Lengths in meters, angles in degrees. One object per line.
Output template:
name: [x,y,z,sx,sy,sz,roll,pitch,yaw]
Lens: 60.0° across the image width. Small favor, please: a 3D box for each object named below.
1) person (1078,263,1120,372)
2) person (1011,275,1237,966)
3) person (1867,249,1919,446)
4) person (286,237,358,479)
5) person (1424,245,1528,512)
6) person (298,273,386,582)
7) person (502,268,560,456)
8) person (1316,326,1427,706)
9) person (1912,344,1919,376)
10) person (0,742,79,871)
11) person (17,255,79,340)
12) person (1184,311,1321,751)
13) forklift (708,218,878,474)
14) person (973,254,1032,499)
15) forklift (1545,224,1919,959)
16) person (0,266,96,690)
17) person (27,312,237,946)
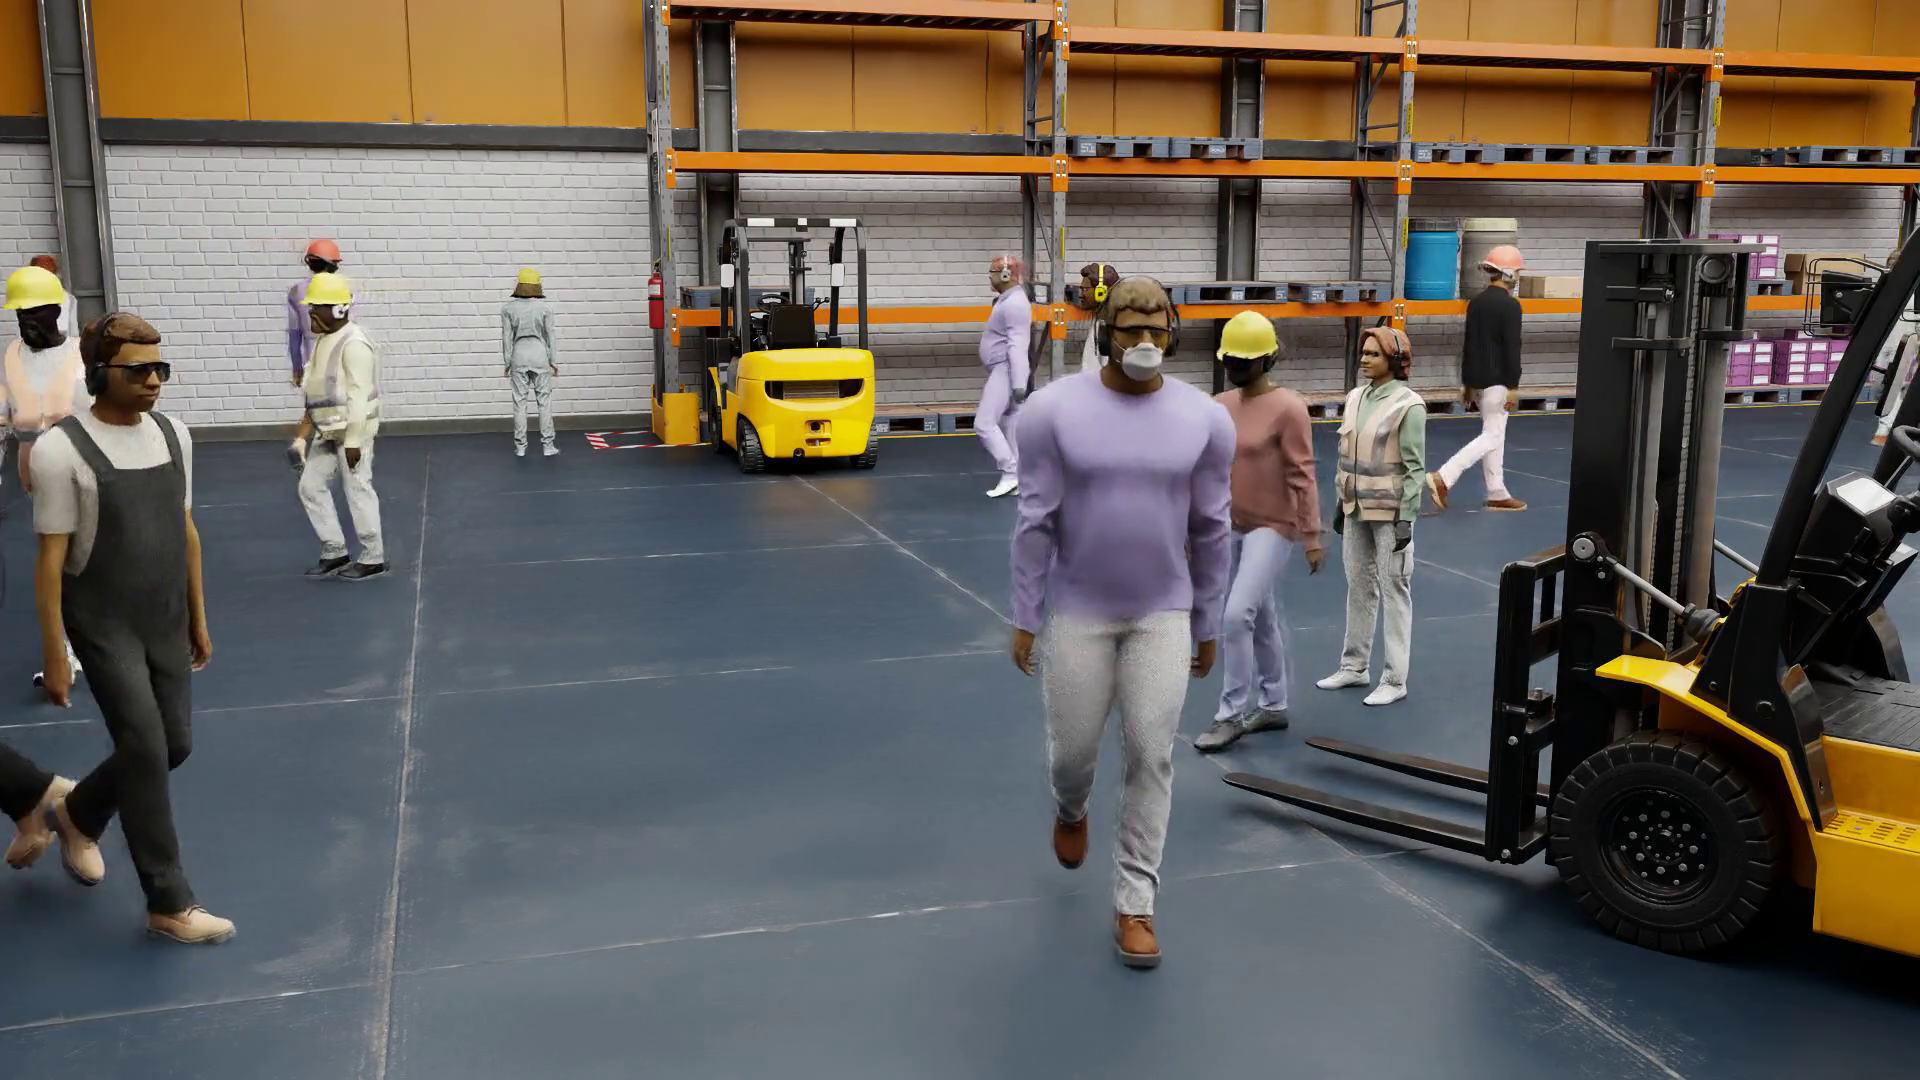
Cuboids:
person: [0.809,-0.685,9.796,0.328,1.872,0.509,0,10,2]
person: [0.460,0.200,4.802,0.641,1.922,0.693,0,10,-2]
person: [9.171,-1.890,16.312,0.766,1.918,0.627,-9,14,-42]
person: [-5.247,-1.467,13.683,0.611,2.022,0.800,2,11,11]
person: [3.793,-1.154,12.105,0.835,1.974,0.632,-2,11,-12]
person: [-3.644,-0.632,9.653,0.572,1.810,0.626,-9,14,-41]
person: [-3.978,-1.644,15.434,0.517,1.737,0.319,-1,10,-4]
person: [1.817,-0.108,7.253,0.309,1.645,0.514,-5,12,-26]
person: [8.680,-1.546,14.550,0.564,1.851,0.455,9,13,40]
person: [-3.046,0.136,4.827,0.674,2.000,0.686,-7,13,-35]
person: [-8.136,-1.617,14.909,0.768,1.867,0.611,3,11,15]
person: [1.120,-0.027,6.548,0.688,1.726,0.574,-6,12,-29]
forklift: [-1.522,-1.778,14.899,1.214,2.155,2.313,-3,11,-17]
person: [0.330,-1.256,12.876,0.446,1.891,0.647,1,10,6]
forklift: [2.909,0.117,4.508,2.313,2.155,1.214,9,14,40]
person: [-4.098,-0.270,7.482,0.611,1.881,0.941,0,10,1]
person: [-2.466,0.250,4.819,0.739,1.824,0.516,4,11,21]
